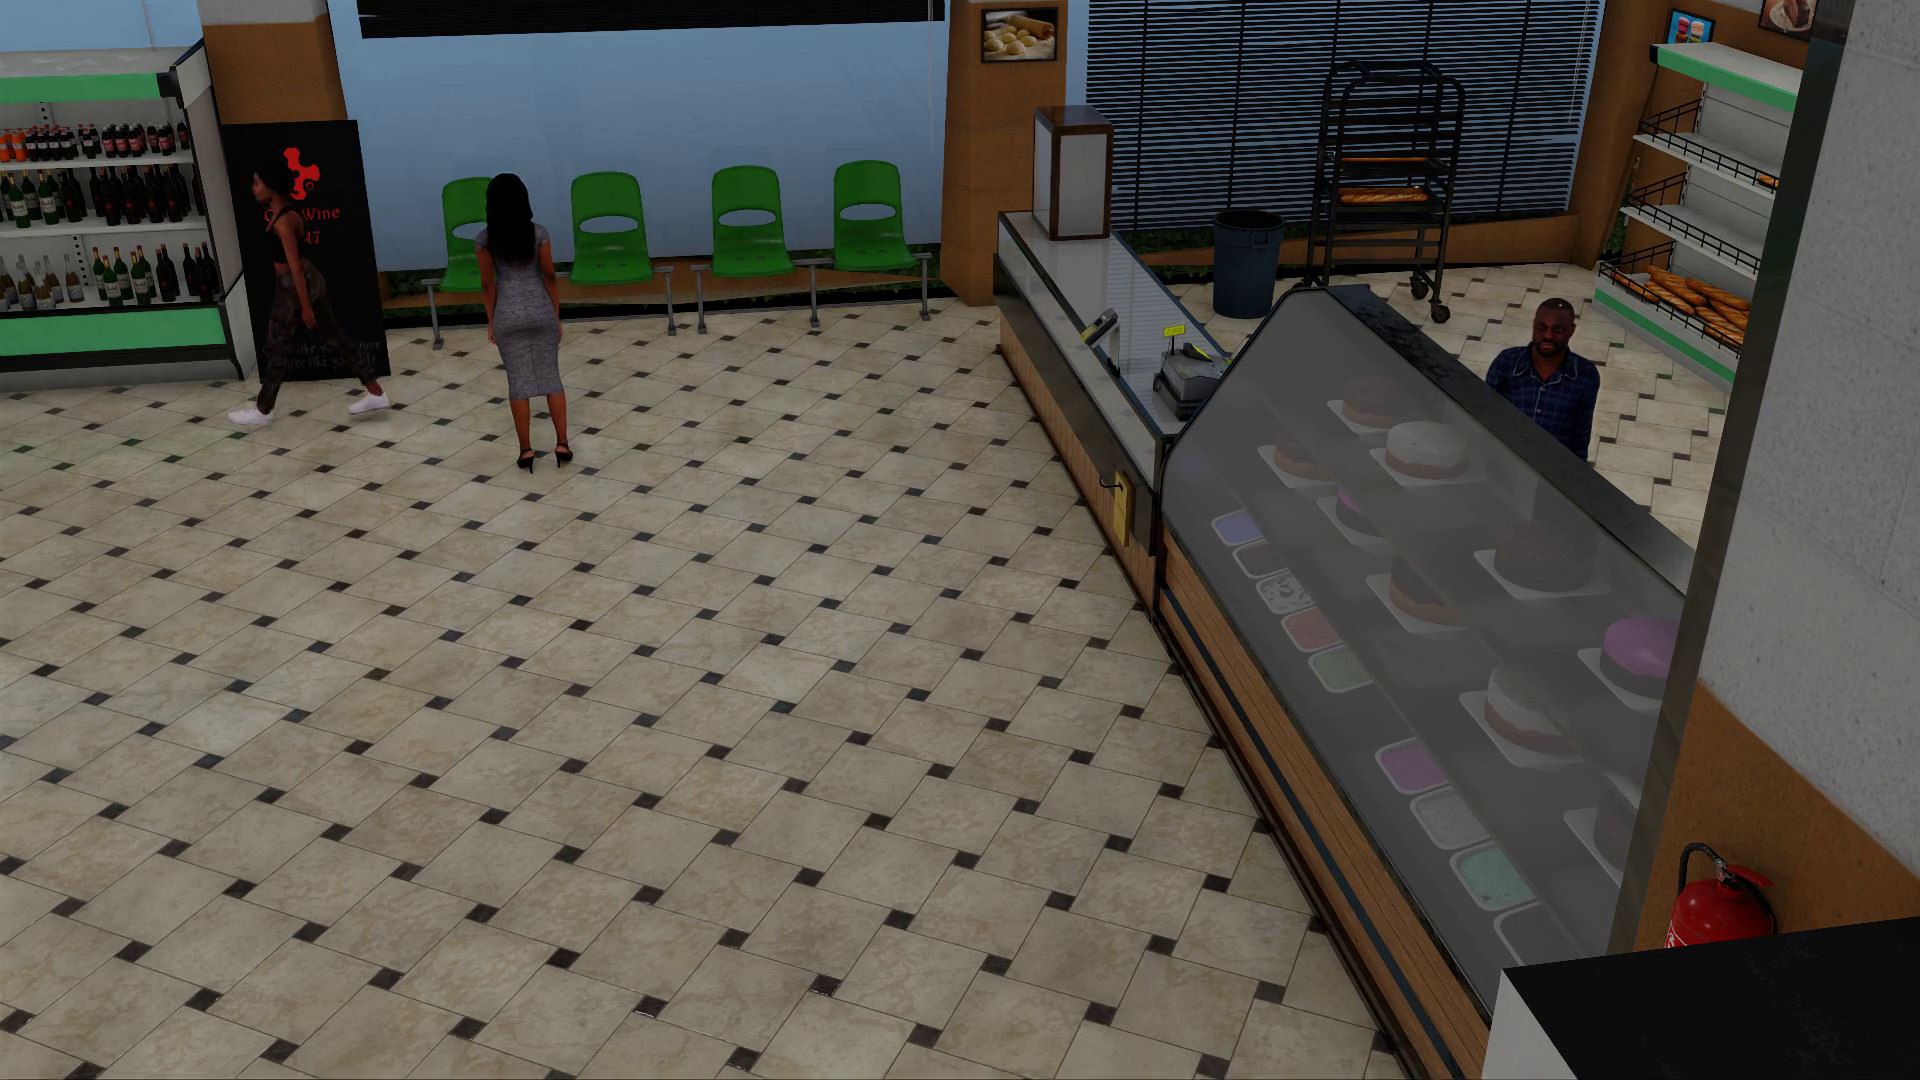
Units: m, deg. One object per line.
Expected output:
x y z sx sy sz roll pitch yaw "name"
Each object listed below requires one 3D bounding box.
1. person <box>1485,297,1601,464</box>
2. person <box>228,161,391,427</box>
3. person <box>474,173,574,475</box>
2.578 -0.234 7.590 0.728 1.824 0.834 9 28 18 "person"
-3.972 -1.483 10.256 1.214 1.639 0.689 -8 28 -15 "person"
-2.516 -1.243 9.628 0.492 1.781 0.669 -8 28 -15 "person"
